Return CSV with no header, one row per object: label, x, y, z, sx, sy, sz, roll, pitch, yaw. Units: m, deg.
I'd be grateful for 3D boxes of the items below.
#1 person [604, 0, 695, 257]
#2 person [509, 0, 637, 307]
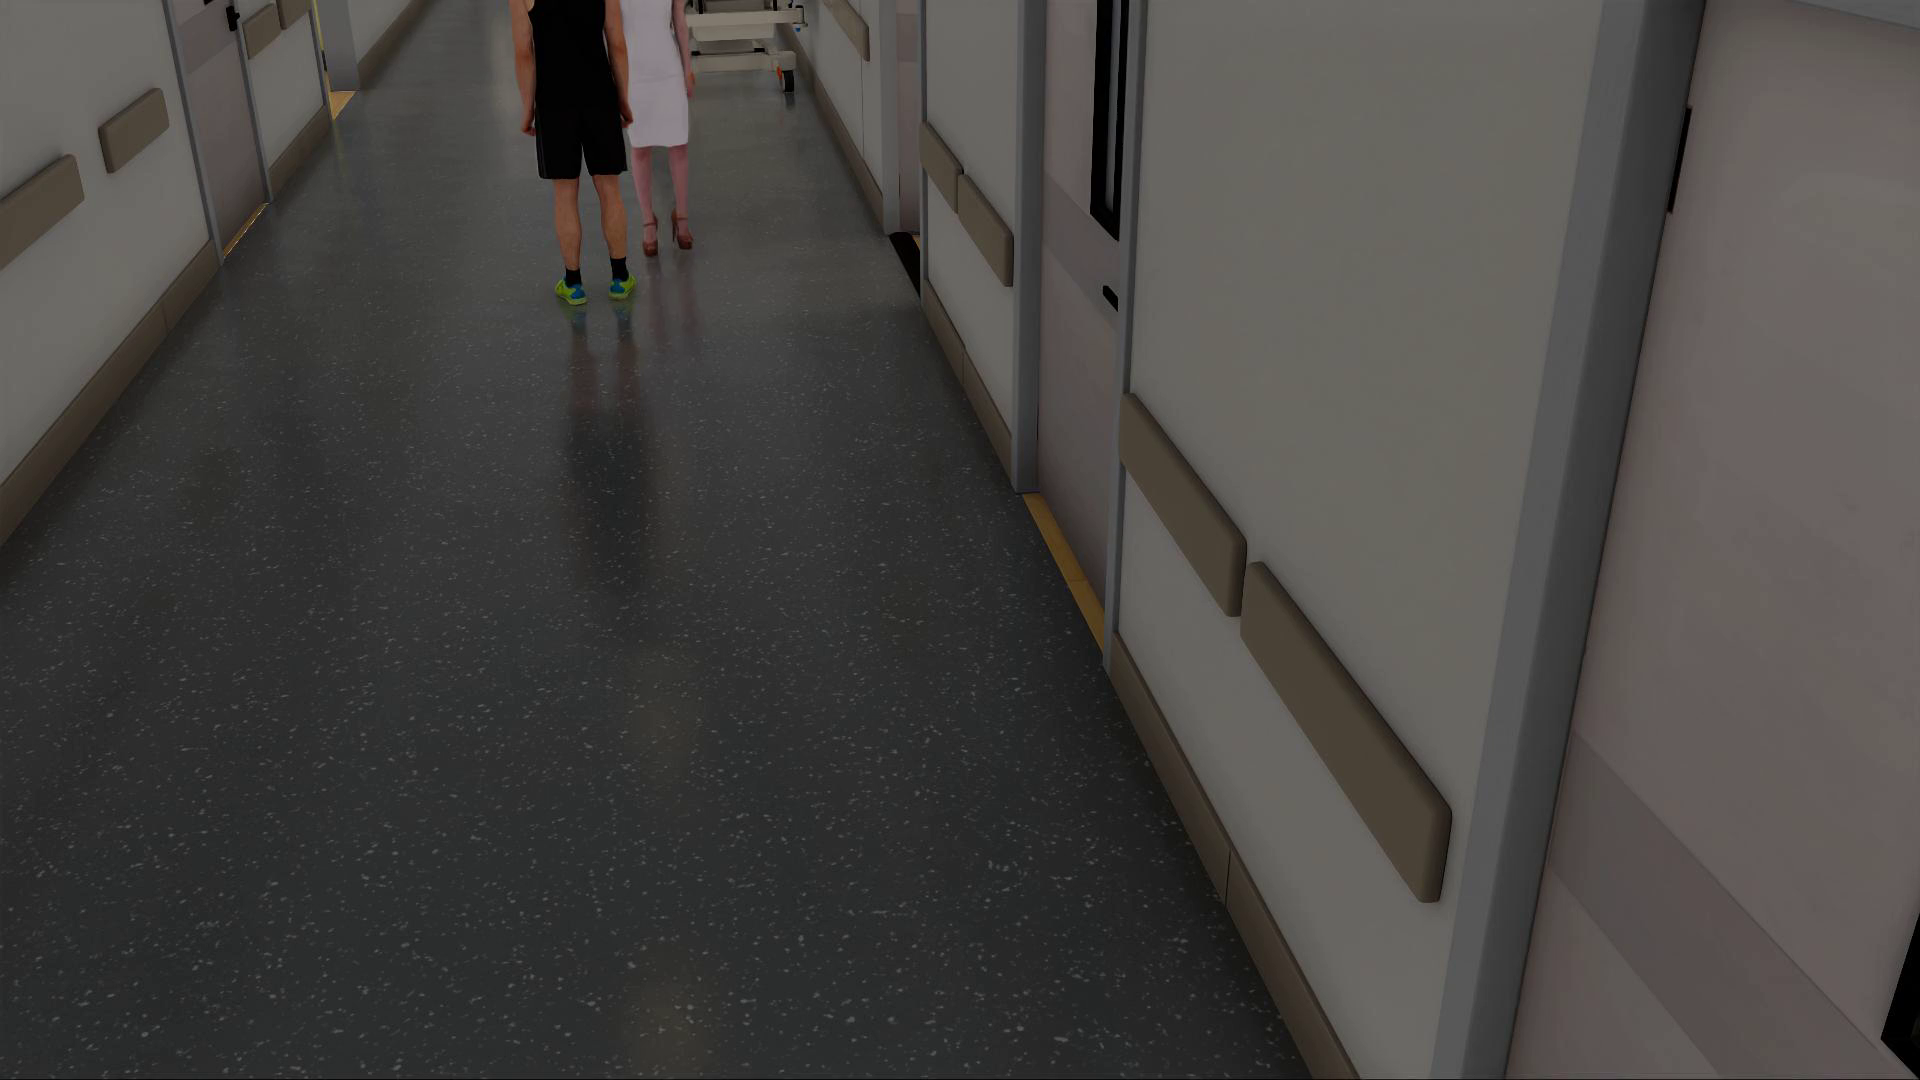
person,-1.580,-2.353,8.469,0.435,1.794,0.659,-7,27,-14
person,-1.779,-2.036,7.699,0.575,1.892,0.764,-8,27,-17
